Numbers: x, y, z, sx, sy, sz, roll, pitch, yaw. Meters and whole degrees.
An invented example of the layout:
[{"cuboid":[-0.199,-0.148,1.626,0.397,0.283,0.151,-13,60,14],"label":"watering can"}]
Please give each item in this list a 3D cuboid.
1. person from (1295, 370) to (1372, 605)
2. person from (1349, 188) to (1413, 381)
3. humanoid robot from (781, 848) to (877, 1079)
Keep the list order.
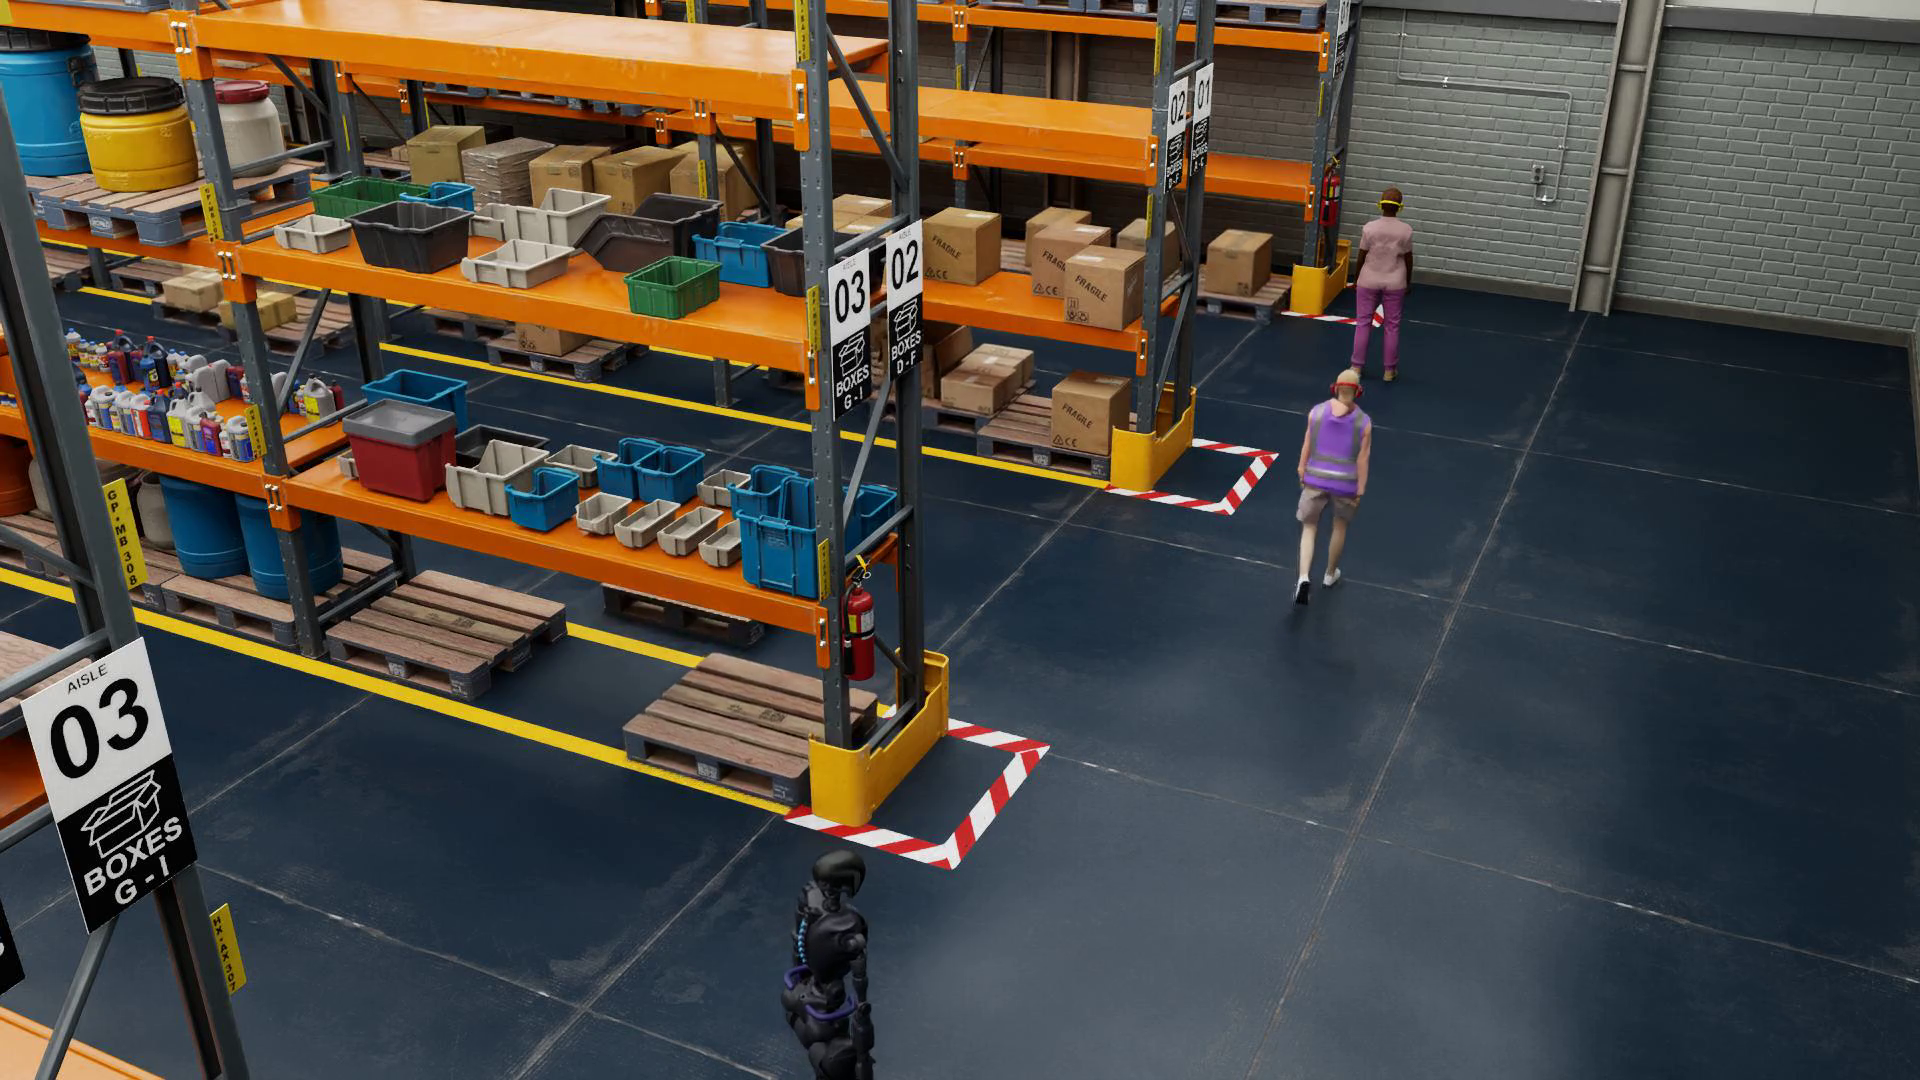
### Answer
[{"cuboid":[2.539,-0.355,11.434,0.497,1.665,0.700,10,28,19],"label":"person"},{"cuboid":[3.887,-2.351,15.338,0.541,1.800,0.328,5,27,11],"label":"person"},{"cuboid":[-0.597,1.965,6.784,0.730,1.633,0.616,-16,31,-30],"label":"humanoid robot"}]
